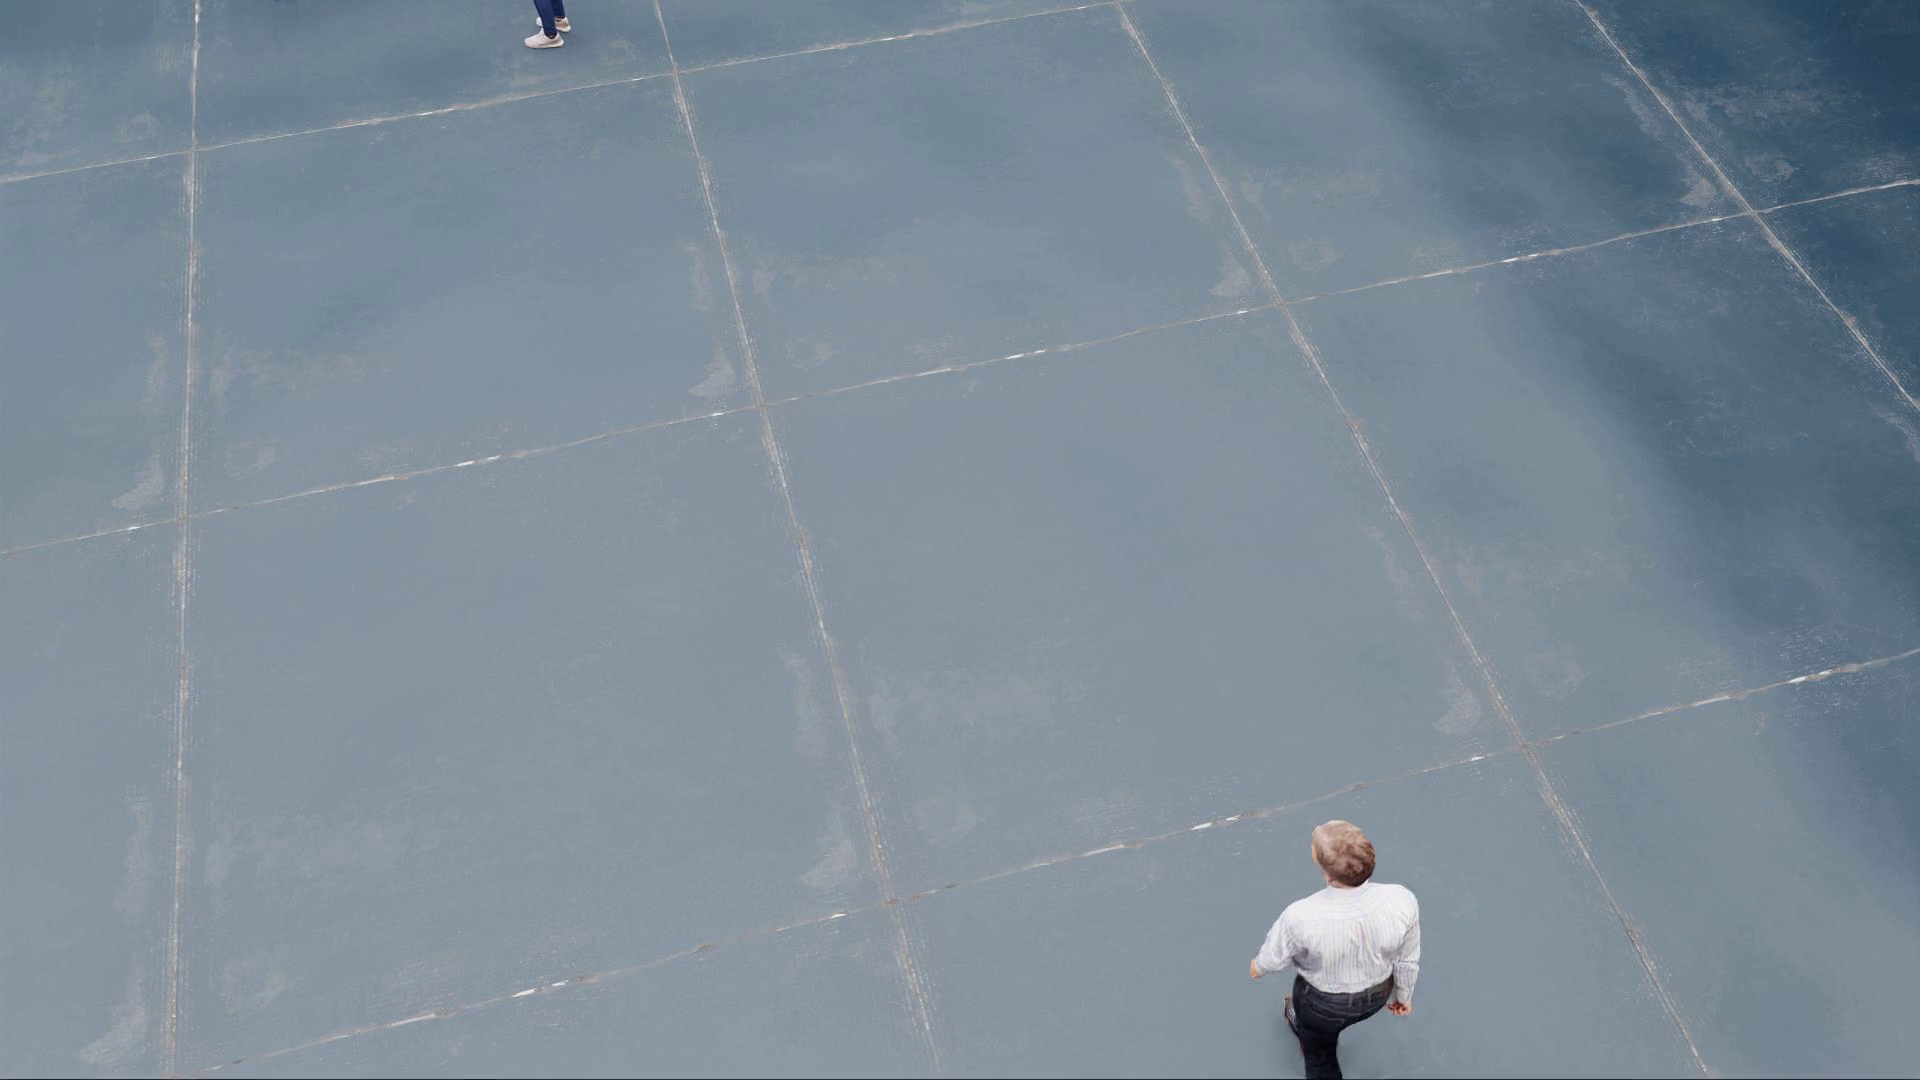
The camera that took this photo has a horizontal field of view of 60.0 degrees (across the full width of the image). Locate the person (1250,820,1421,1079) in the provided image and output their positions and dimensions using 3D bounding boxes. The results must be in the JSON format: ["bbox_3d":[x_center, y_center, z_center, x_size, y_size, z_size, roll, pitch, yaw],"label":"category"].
[{"bbox_3d":[1.408,1.654,6.000,0.661,1.767,0.782,-5,52,-4],"label":"person"}]
